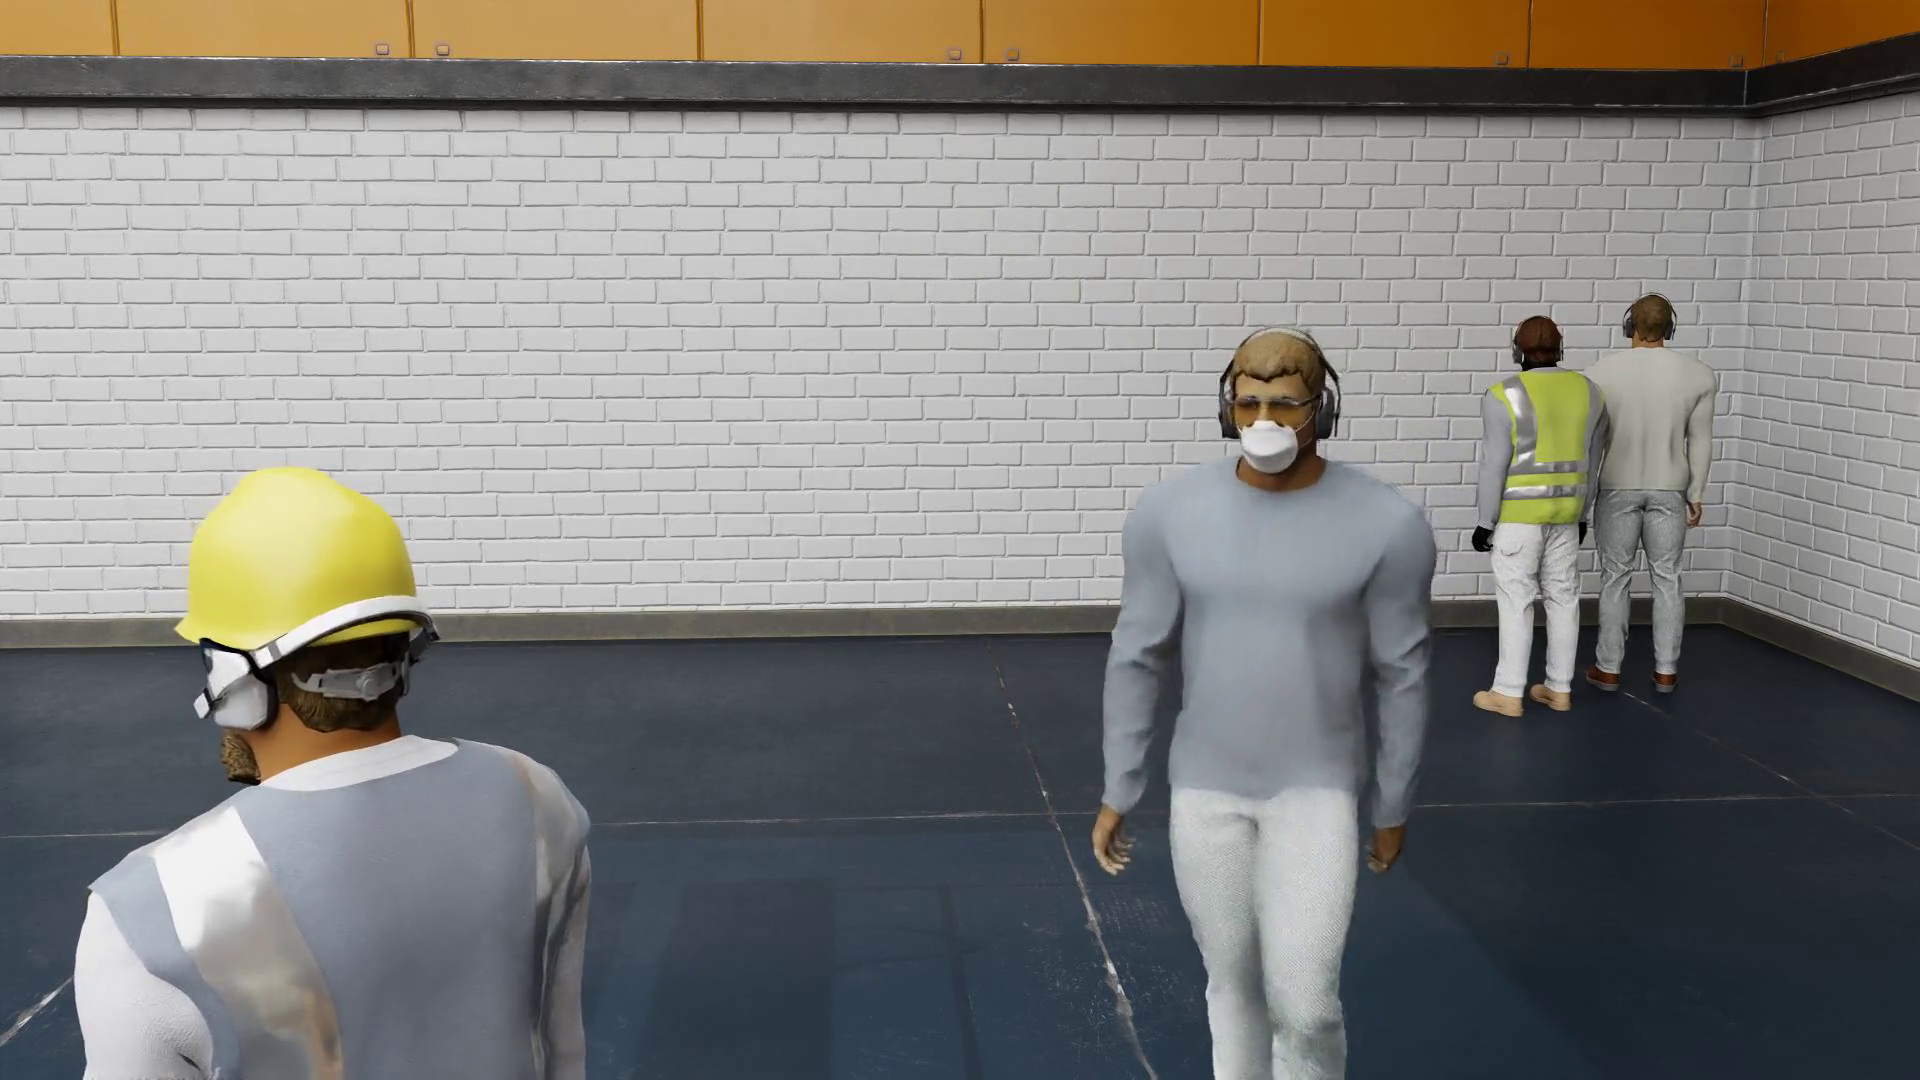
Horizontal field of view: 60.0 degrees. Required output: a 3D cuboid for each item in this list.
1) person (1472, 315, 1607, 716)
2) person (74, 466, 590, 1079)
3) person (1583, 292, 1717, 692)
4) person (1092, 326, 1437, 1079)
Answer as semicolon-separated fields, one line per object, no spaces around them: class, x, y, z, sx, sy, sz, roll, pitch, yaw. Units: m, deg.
person;2.631;-0.106;7.660;0.624;1.841;0.430;-3;9;-17
person;-0.660;0.832;1.819;0.403;1.826;0.595;6;11;32
person;3.299;-0.222;8.070;0.629;1.940;0.379;2;9;11
person;0.596;0.537;3.377;0.638;1.919;0.605;4;10;24
